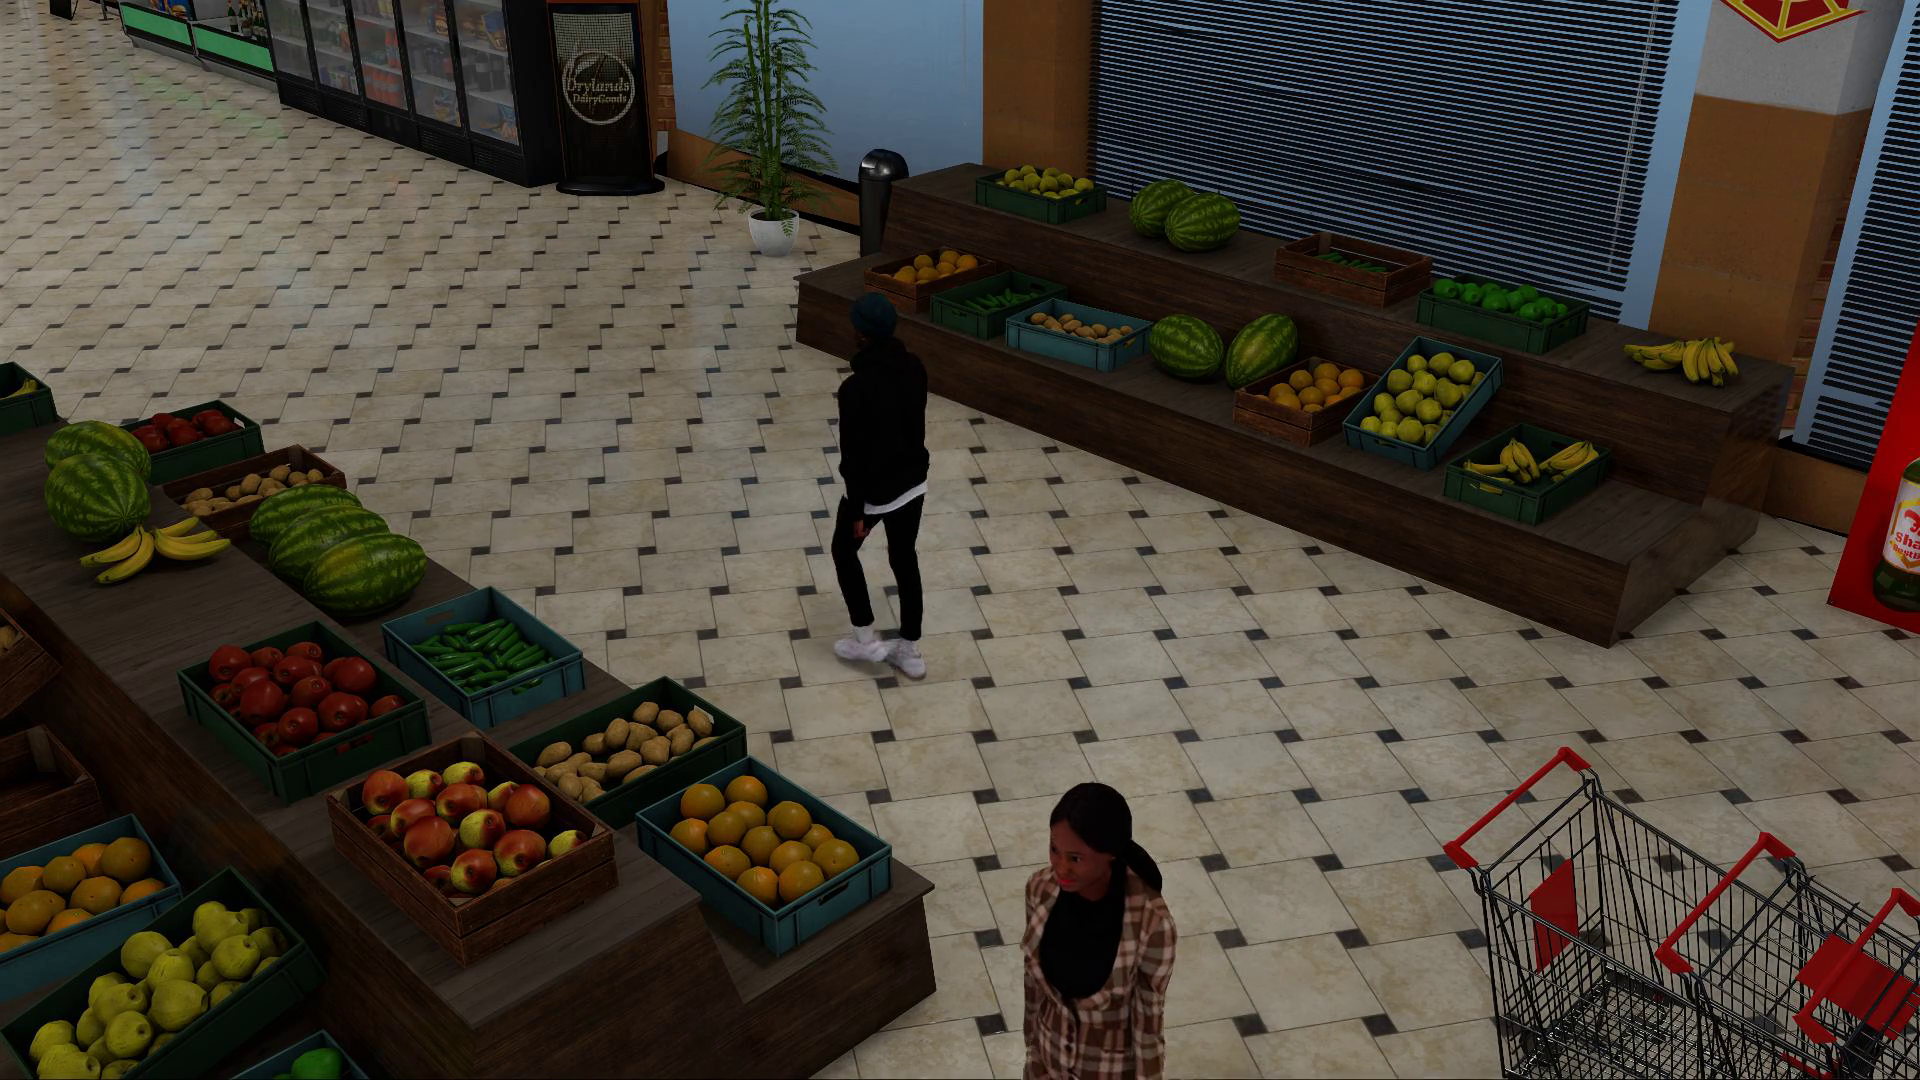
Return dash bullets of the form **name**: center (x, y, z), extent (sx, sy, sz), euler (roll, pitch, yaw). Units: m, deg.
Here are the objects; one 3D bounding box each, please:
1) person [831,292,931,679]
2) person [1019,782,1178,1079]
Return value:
- **person**: center (-0.267, -0.187, 7.320), extent (0.686, 1.801, 0.694), euler (-21, 34, -35)
- **person**: center (0.391, 1.360, 4.305), extent (1.019, 1.769, 0.814), euler (15, 31, 28)
